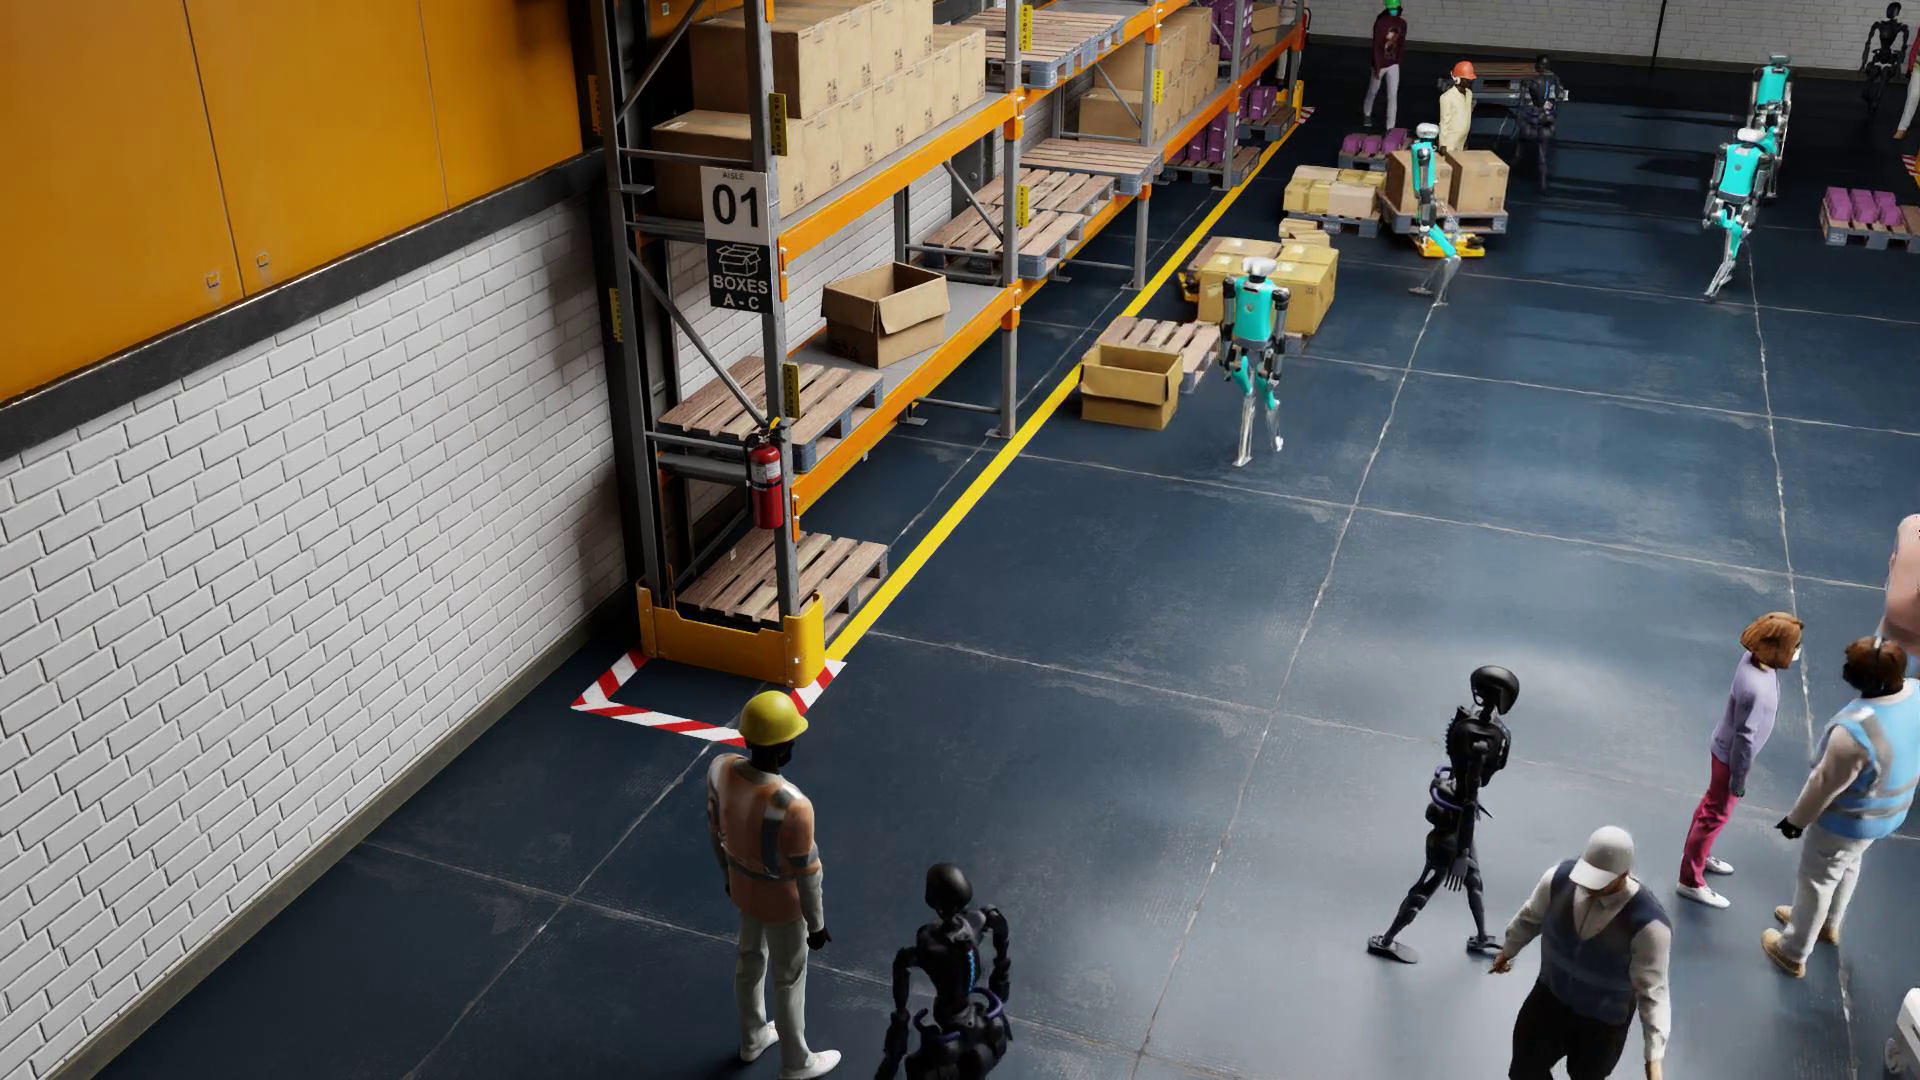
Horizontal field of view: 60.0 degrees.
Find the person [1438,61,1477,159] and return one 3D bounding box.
[{"bbox_3d":[5.652,-4.582,19.016,0.327,1.751,0.562,24,36,38],"label":"person"}]

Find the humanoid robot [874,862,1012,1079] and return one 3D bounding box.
[{"bbox_3d":[-0.064,1.909,6.511,0.599,1.641,0.503,-18,32,-31],"label":"humanoid robot"}]

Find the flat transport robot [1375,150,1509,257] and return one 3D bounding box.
[{"bbox_3d":[5.280,-3.431,18.406,0.659,0.231,1.431,0,27,0],"label":"flat transport robot"}]

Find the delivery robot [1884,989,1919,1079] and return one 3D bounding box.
[{"bbox_3d":[4.260,2.280,7.025,0.499,0.603,0.792,2,27,4],"label":"delivery robot"}]

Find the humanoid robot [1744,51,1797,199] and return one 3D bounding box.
[{"bbox_3d":[9.528,-4.750,19.442,0.536,1.755,1.070,-3,27,-5],"label":"humanoid robot"}]

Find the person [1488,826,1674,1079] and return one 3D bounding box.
[{"bbox_3d":[2.454,1.832,6.581,0.772,1.739,0.483,23,35,37],"label":"person"}]

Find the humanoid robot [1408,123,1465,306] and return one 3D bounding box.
[{"bbox_3d":[4.739,-3.174,16.320,0.788,1.791,0.531,4,28,8],"label":"humanoid robot"}]

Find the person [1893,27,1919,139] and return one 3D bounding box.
[{"bbox_3d":[12.954,-6.252,22.171,0.620,1.837,0.430,18,32,31],"label":"person"}]

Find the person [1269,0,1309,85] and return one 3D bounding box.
[{"bbox_3d":[5.004,-7.940,25.331,0.627,1.939,0.376,-11,29,-20],"label":"person"}]

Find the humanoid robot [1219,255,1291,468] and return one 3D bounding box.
[{"bbox_3d":[2.358,-1.376,12.912,0.545,1.855,0.854,17,32,29],"label":"humanoid robot"}]

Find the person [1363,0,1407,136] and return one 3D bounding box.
[{"bbox_3d":[5.775,-6.485,22.571,0.479,1.893,1.054,-2,27,-3],"label":"person"}]

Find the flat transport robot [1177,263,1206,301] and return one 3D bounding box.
[{"bbox_3d":[2.949,-2.594,16.782,1.431,0.231,0.659,0,27,0],"label":"flat transport robot"}]

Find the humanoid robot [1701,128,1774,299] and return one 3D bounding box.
[{"bbox_3d":[7.698,-3.231,16.460,0.558,1.752,1.056,24,36,38],"label":"humanoid robot"}]

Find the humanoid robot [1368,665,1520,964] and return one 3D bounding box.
[{"bbox_3d":[2.347,1.294,7.717,0.689,1.638,0.590,9,29,17],"label":"humanoid robot"}]

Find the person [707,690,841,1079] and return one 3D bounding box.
[{"bbox_3d":[-0.787,1.479,7.073,0.592,1.924,0.380,21,34,35],"label":"person"}]

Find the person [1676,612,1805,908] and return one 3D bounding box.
[{"bbox_3d":[3.850,1.061,8.214,0.281,1.624,0.493,13,30,24],"label":"person"}]

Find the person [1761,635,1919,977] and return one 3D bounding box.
[{"bbox_3d":[4.075,1.235,7.660,0.637,1.829,0.468,-18,32,-31],"label":"person"}]

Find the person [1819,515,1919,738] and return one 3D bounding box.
[{"bbox_3d":[5.102,0.509,8.936,0.494,1.944,0.710,-5,28,-9],"label":"person"}]

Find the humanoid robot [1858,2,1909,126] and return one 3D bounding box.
[{"bbox_3d":[12.835,-6.619,23.073,0.582,1.638,0.588,-22,35,-36],"label":"humanoid robot"}]

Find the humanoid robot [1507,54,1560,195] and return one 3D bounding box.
[{"bbox_3d":[6.925,-5.020,20.005,0.593,1.613,0.795,-8,28,-14],"label":"humanoid robot"}]
